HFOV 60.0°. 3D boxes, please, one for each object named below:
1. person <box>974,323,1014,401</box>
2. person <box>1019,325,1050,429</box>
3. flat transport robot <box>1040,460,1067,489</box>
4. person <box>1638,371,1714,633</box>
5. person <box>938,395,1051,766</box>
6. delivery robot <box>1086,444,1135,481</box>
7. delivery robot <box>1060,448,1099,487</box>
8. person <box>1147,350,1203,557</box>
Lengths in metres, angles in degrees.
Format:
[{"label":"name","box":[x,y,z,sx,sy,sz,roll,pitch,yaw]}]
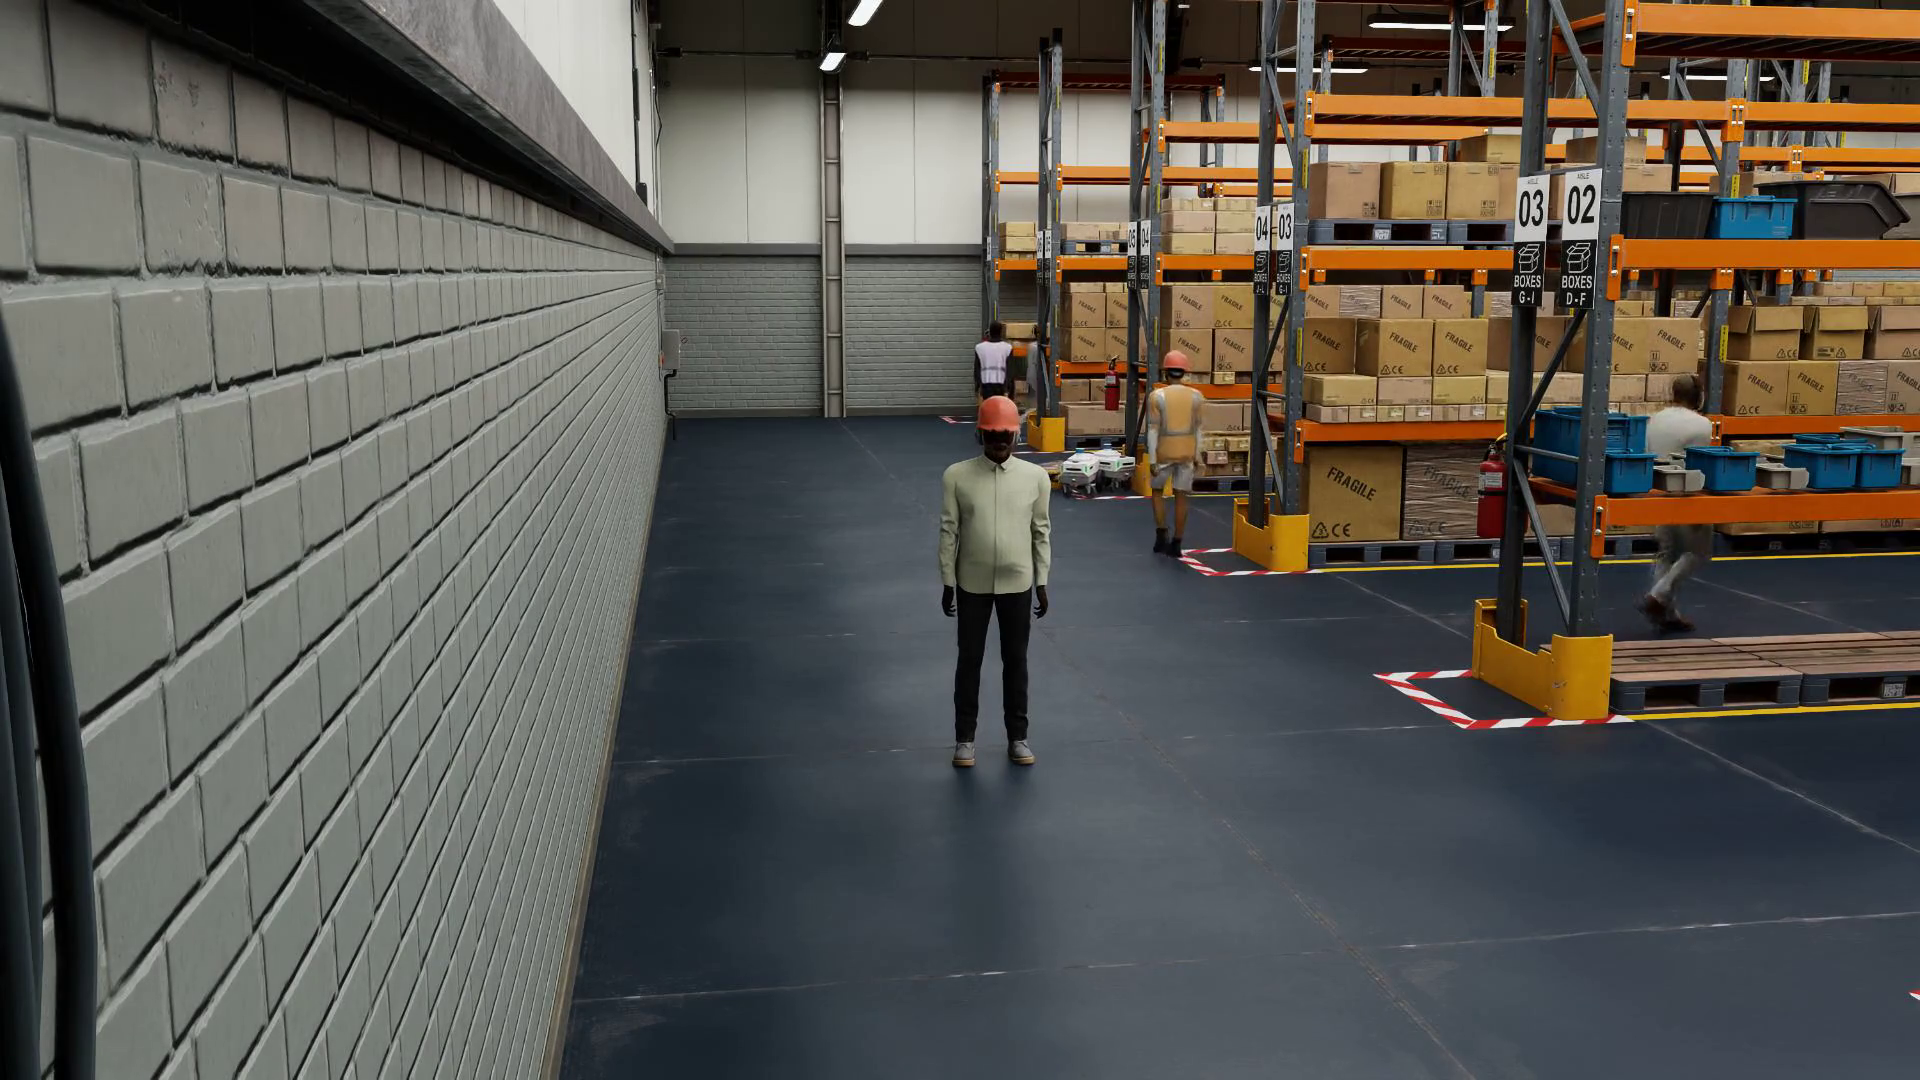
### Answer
[{"label":"person","box":[0.505,-2.356,25.249,0.602,1.858,0.961,0,9,-3]},{"label":"person","box":[1.117,-2.433,25.784,0.656,1.842,0.527,-4,10,-21]},{"label":"flat transport robot","box":[1.237,-0.822,20.662,0.652,0.197,1.431,6,11,32]},{"label":"person","box":[5.213,-0.261,12.092,0.466,1.925,0.639,-2,10,-14]},{"label":"person","box":[0.187,0.221,8.924,0.611,1.996,0.375,-1,9,-6]},{"label":"delivery robot","box":[1.785,-0.921,20.111,0.477,0.478,0.707,-8,12,-39]},{"label":"delivery robot","box":[1.412,-0.844,19.632,0.477,0.478,0.707,3,10,16]},{"label":"person","box":[1.979,-0.795,15.425,0.551,1.916,0.435,-1,9,-7]}]
